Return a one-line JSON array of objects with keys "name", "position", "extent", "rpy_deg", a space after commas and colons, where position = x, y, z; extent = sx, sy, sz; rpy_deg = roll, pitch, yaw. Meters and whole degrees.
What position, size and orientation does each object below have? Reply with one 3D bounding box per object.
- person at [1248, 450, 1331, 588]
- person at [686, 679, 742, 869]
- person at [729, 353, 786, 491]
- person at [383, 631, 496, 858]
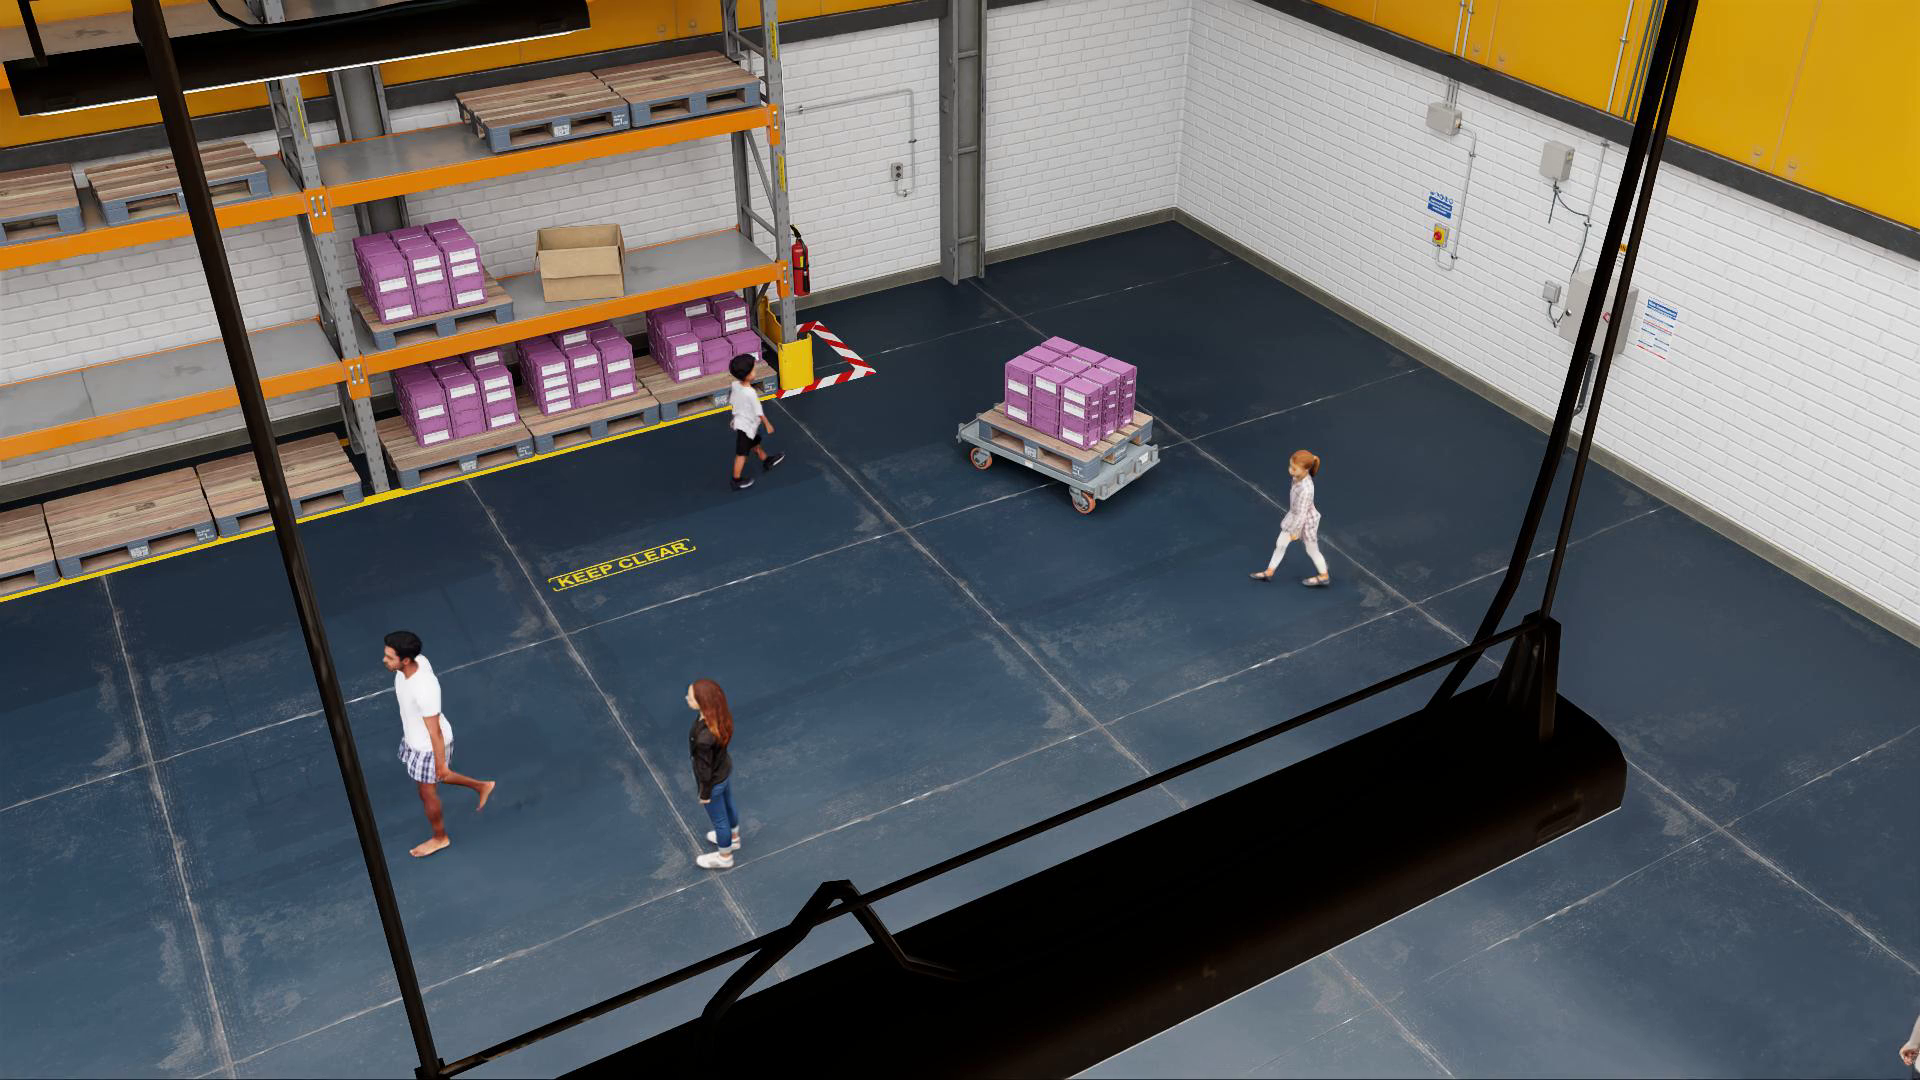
[{"name": "person", "position": [2.771, -0.151, 13.122], "extent": [0.981, 1.264, 0.799], "rpy_deg": [1, 34, 2]}, {"name": "person", "position": [-1.544, 1.456, 10.506], "extent": [0.681, 1.484, 0.646], "rpy_deg": [3, 34, 5]}, {"name": "person", "position": [-1.904, -0.996, 14.424], "extent": [0.848, 1.229, 0.548], "rpy_deg": [-22, 39, -29]}, {"name": "person", "position": [-3.329, 1.245, 10.610], "extent": [0.836, 1.721, 0.626], "rpy_deg": [-18, 37, -25]}]
